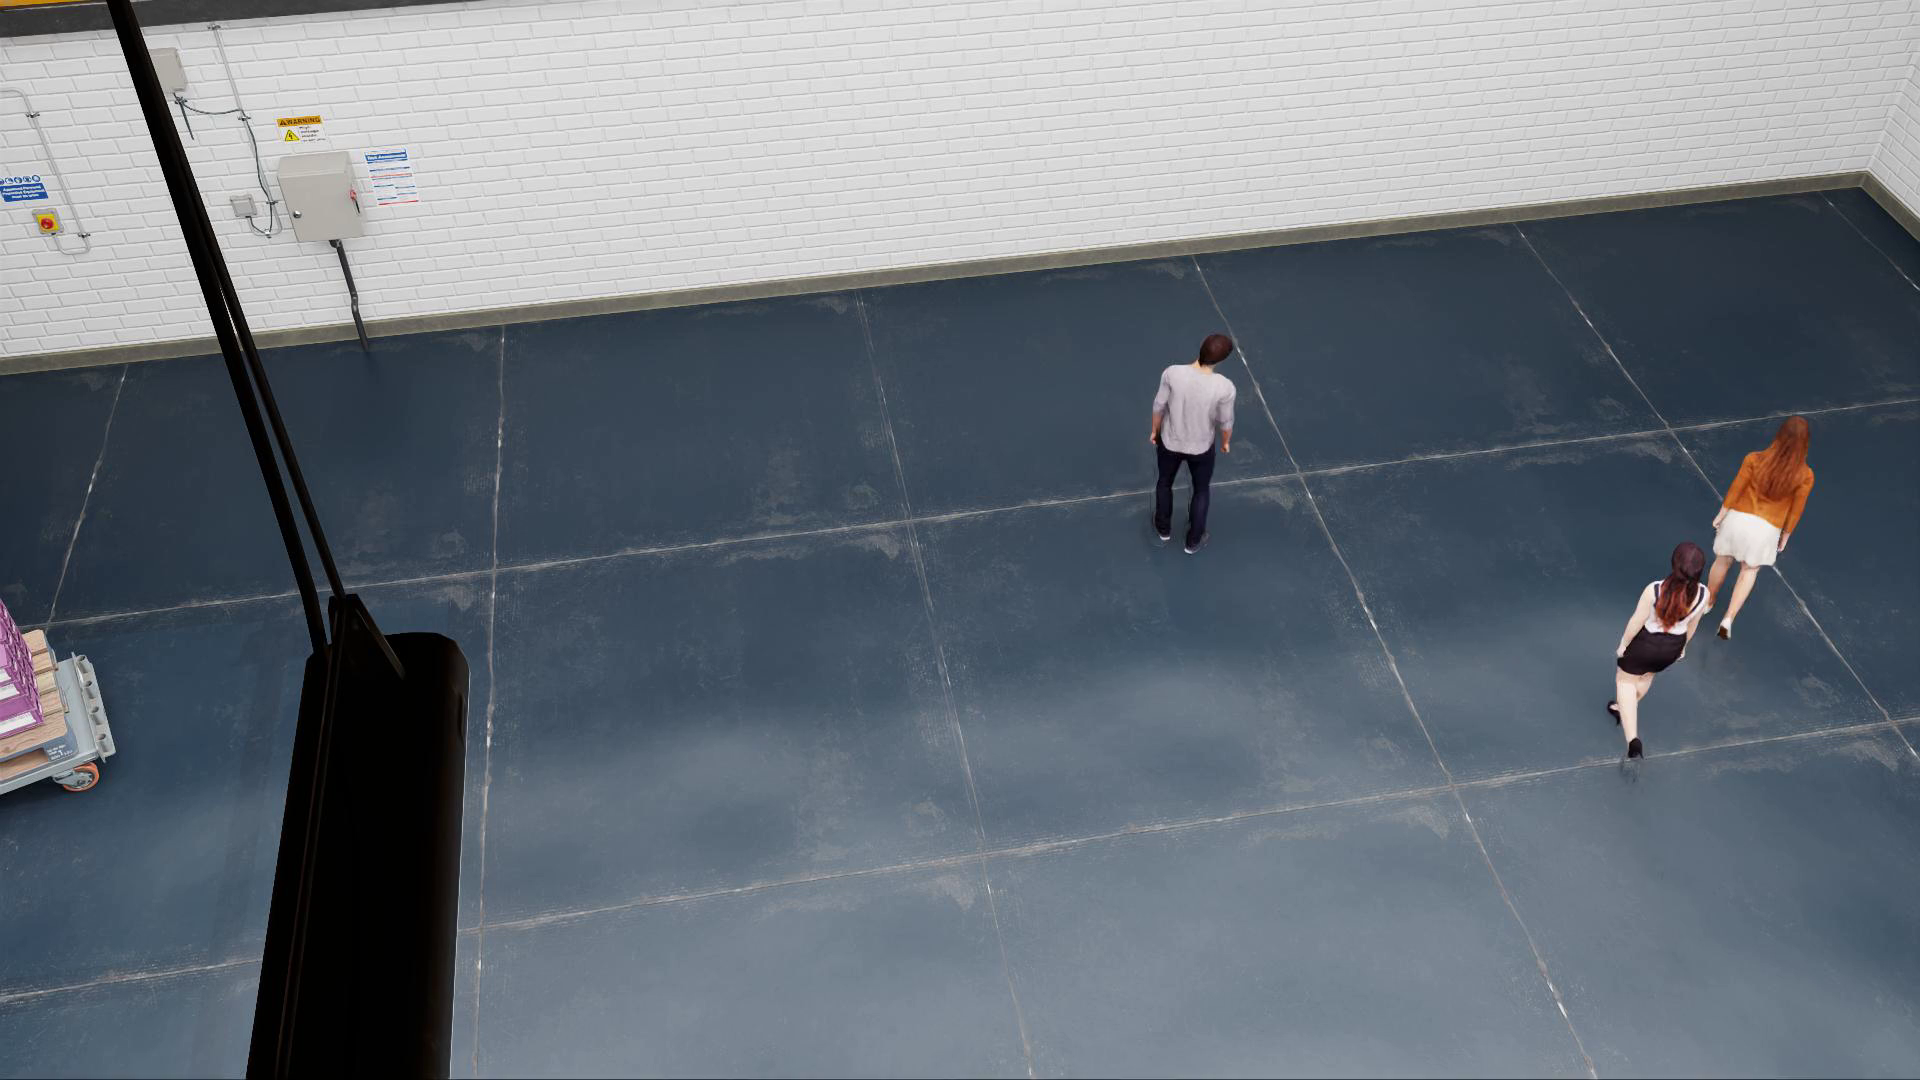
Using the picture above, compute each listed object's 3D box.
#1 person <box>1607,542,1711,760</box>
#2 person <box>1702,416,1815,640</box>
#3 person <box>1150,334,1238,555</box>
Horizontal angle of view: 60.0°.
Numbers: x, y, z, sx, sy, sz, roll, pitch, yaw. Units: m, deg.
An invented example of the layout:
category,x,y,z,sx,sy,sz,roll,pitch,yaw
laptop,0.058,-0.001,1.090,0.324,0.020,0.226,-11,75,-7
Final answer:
category,x,y,z,sx,sy,sz,roll,pitch,yaw
person,4.215,0.700,10.086,0.681,1.639,0.912,2,44,2
person,5.144,-0.041,10.817,0.904,1.705,0.988,21,47,20
person,1.544,-0.679,11.404,0.801,1.819,0.781,-1,44,-1
